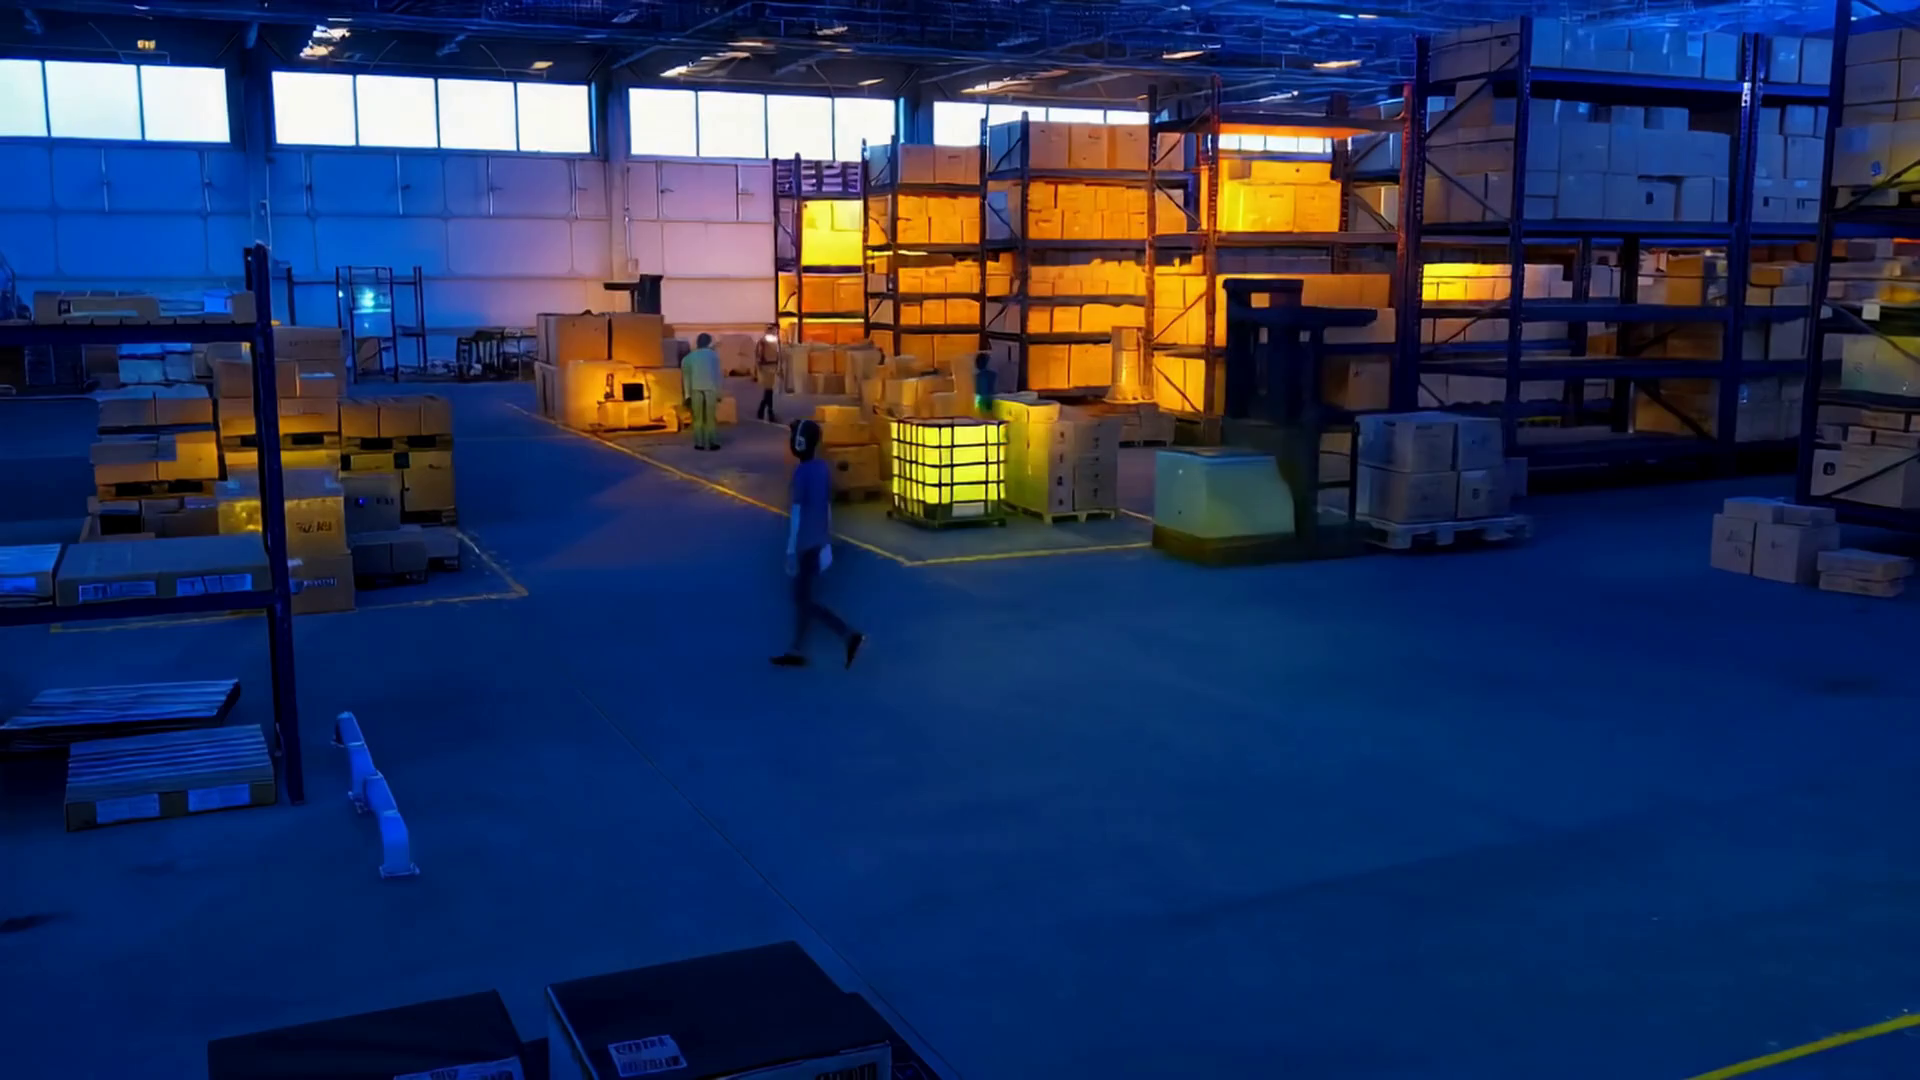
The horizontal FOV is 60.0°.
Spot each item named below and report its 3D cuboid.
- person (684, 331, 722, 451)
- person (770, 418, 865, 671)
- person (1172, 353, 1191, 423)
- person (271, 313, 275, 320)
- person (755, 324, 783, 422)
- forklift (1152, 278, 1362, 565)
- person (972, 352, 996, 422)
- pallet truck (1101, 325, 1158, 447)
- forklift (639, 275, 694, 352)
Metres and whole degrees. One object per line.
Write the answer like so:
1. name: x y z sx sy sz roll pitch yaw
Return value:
1. person: -4.159 -2.408 26.964 0.629 1.932 0.379 3 10 17
2. person: -1.048 0.048 11.990 0.749 1.846 0.526 4 10 22
3. person: 4.262 -3.165 31.940 0.430 1.845 0.624 8 12 40
4. person: -15.608 -4.168 37.682 0.622 1.993 0.381 6 11 34
5. person: -3.744 -3.250 32.286 0.548 1.908 0.842 -6 11 -33
6. forklift: 2.999 -1.243 16.796 1.873 2.768 1.129 -4 10 -25
7. person: 0.443 -2.039 25.473 0.563 1.680 0.536 5 11 30
8. pallet truck: 2.881 -2.596 27.923 0.823 1.965 1.885 -1 9 -7
9. forklift: -7.584 -5.140 40.974 1.873 2.768 1.129 -4 10 -25
